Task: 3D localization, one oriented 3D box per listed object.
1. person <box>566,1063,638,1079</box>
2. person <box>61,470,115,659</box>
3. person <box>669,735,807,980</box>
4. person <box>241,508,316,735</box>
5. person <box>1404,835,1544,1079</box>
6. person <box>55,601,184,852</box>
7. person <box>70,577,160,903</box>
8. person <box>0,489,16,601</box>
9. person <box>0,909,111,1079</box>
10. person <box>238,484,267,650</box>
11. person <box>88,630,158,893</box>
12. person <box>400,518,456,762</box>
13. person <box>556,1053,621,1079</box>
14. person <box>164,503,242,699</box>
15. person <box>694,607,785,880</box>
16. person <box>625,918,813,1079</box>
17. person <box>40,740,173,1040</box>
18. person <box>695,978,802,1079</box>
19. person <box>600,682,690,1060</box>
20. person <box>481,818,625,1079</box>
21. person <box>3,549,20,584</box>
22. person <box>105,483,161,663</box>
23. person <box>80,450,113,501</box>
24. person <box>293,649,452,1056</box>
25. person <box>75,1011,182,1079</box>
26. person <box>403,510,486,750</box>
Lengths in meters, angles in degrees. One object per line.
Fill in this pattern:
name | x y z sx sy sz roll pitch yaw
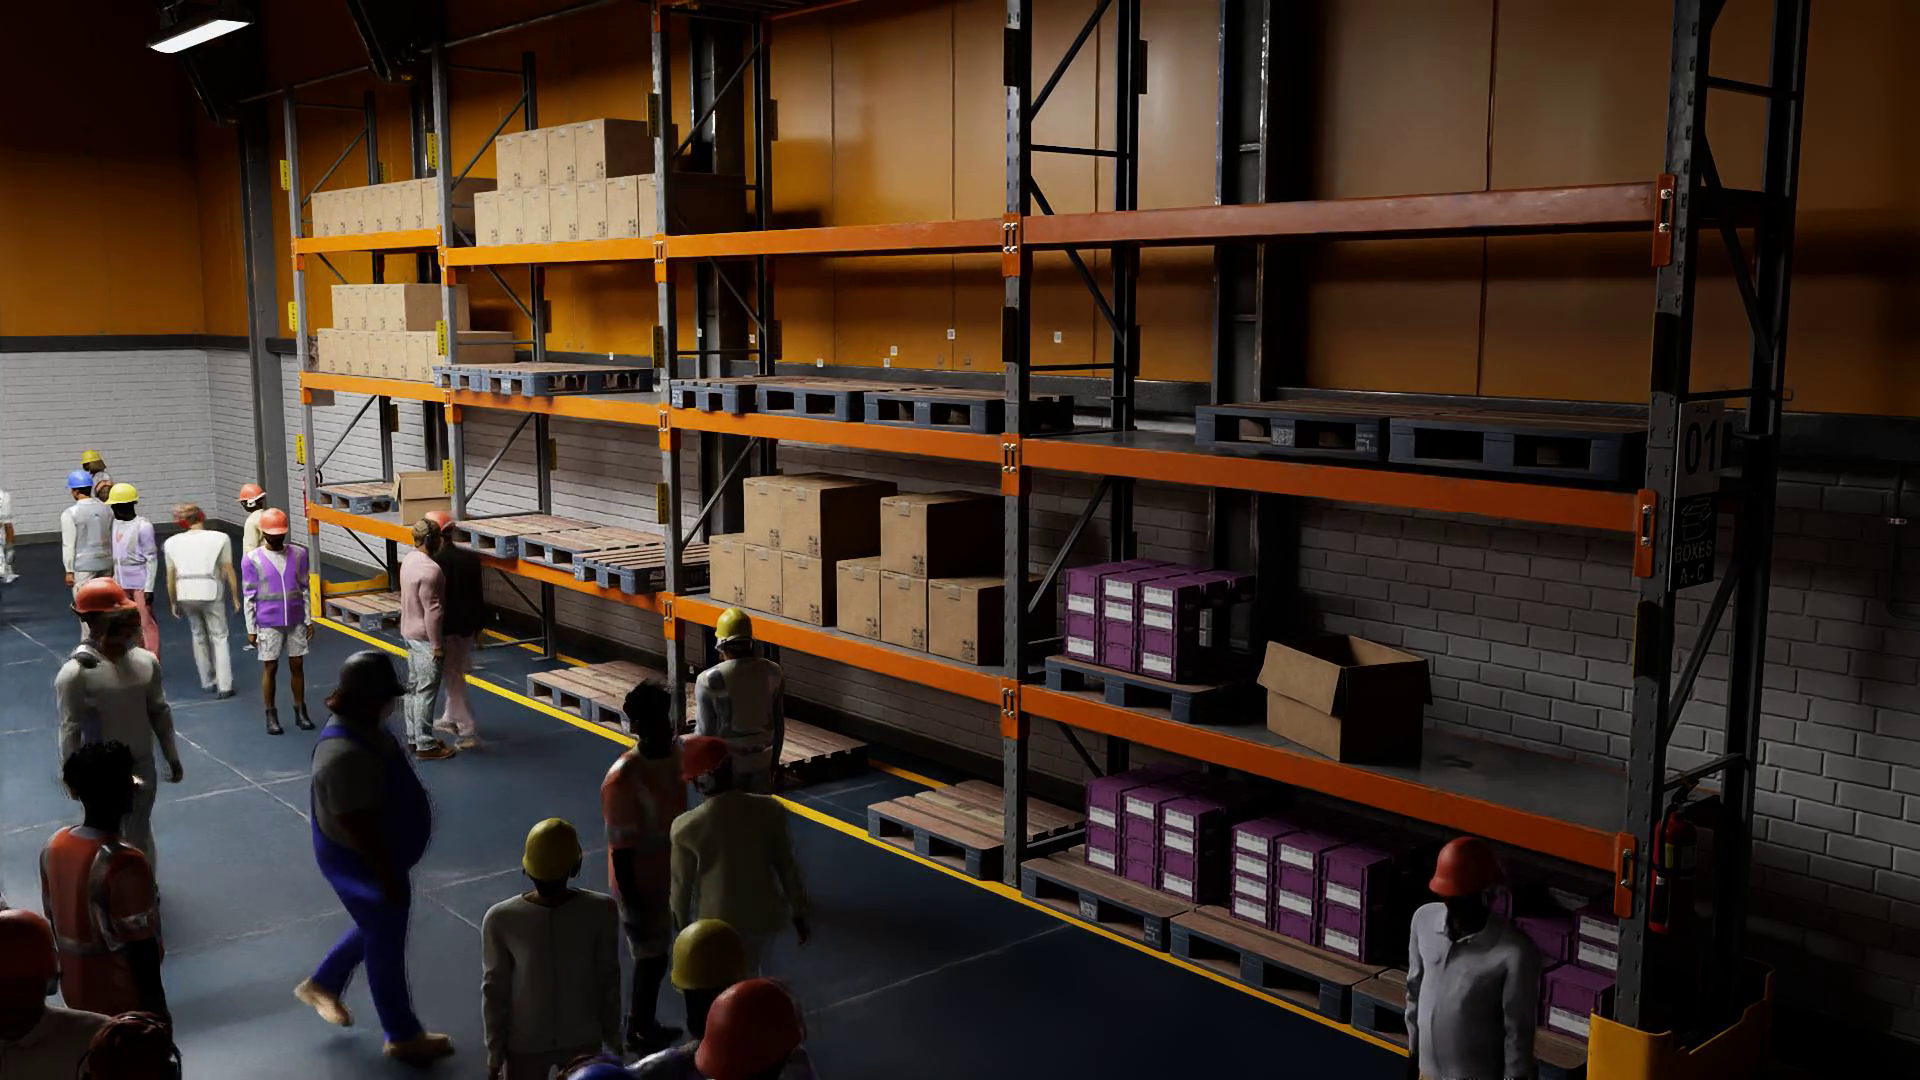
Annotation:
person | -0.810 2.115 4.099 0.624 1.916 0.879 1 8 10
person | -8.850 0.256 16.917 0.410 1.939 0.605 3 9 21
person | -1.037 1.719 7.634 0.614 1.683 0.912 -5 10 -32
person | -5.731 0.683 14.024 0.548 1.924 0.387 -7 11 -41
person | 1.827 1.915 6.062 0.349 1.745 0.563 -5 10 -31
person | -4.776 1.318 9.620 0.689 1.909 0.655 4 9 25
person | -4.975 1.231 9.766 0.370 2.048 0.607 -2 9 -16
person | -10.686 0.063 18.189 0.642 1.954 0.399 -4 9 -26
person | -2.624 1.992 4.710 0.619 1.986 0.410 -3 9 -22
person | -7.372 0.278 17.461 0.355 1.740 0.574 0 8 -2
person | -5.125 1.326 10.162 0.344 1.743 0.561 -6 10 -35
person | -4.261 0.787 13.269 0.370 1.932 0.626 -5 10 -33
person | -0.962 2.190 4.568 0.277 1.627 0.503 -2 8 -15
person | -6.953 0.553 15.318 0.627 1.813 0.524 -1 8 -7
person | -1.330 1.311 9.952 0.587 1.834 0.403 -6 10 -35
person | -0.686 2.036 4.746 0.613 1.898 0.883 -4 9 -27
person | -3.293 1.743 6.487 0.607 1.966 0.367 5 9 30
person | -0.541 2.064 4.392 0.569 1.922 0.502 6 10 36
person | -1.489 1.578 7.820 0.513 1.925 0.697 3 9 18
person | -1.511 1.886 6.215 0.522 1.761 0.327 -4 9 -24
person | -12.504 -0.253 21.309 0.911 1.695 0.503 5 10 32
person | -7.901 0.410 15.905 0.589 1.923 0.383 5 10 33
person | -11.190 -0.311 21.578 0.491 1.732 0.325 3 9 21
person | -2.873 1.492 7.974 0.805 2.000 0.737 -1 8 -9
person | -2.071 2.117 4.222 0.579 1.878 0.343 -3 9 -21
person | -4.196 0.726 13.675 0.949 1.949 0.611 7 11 39
